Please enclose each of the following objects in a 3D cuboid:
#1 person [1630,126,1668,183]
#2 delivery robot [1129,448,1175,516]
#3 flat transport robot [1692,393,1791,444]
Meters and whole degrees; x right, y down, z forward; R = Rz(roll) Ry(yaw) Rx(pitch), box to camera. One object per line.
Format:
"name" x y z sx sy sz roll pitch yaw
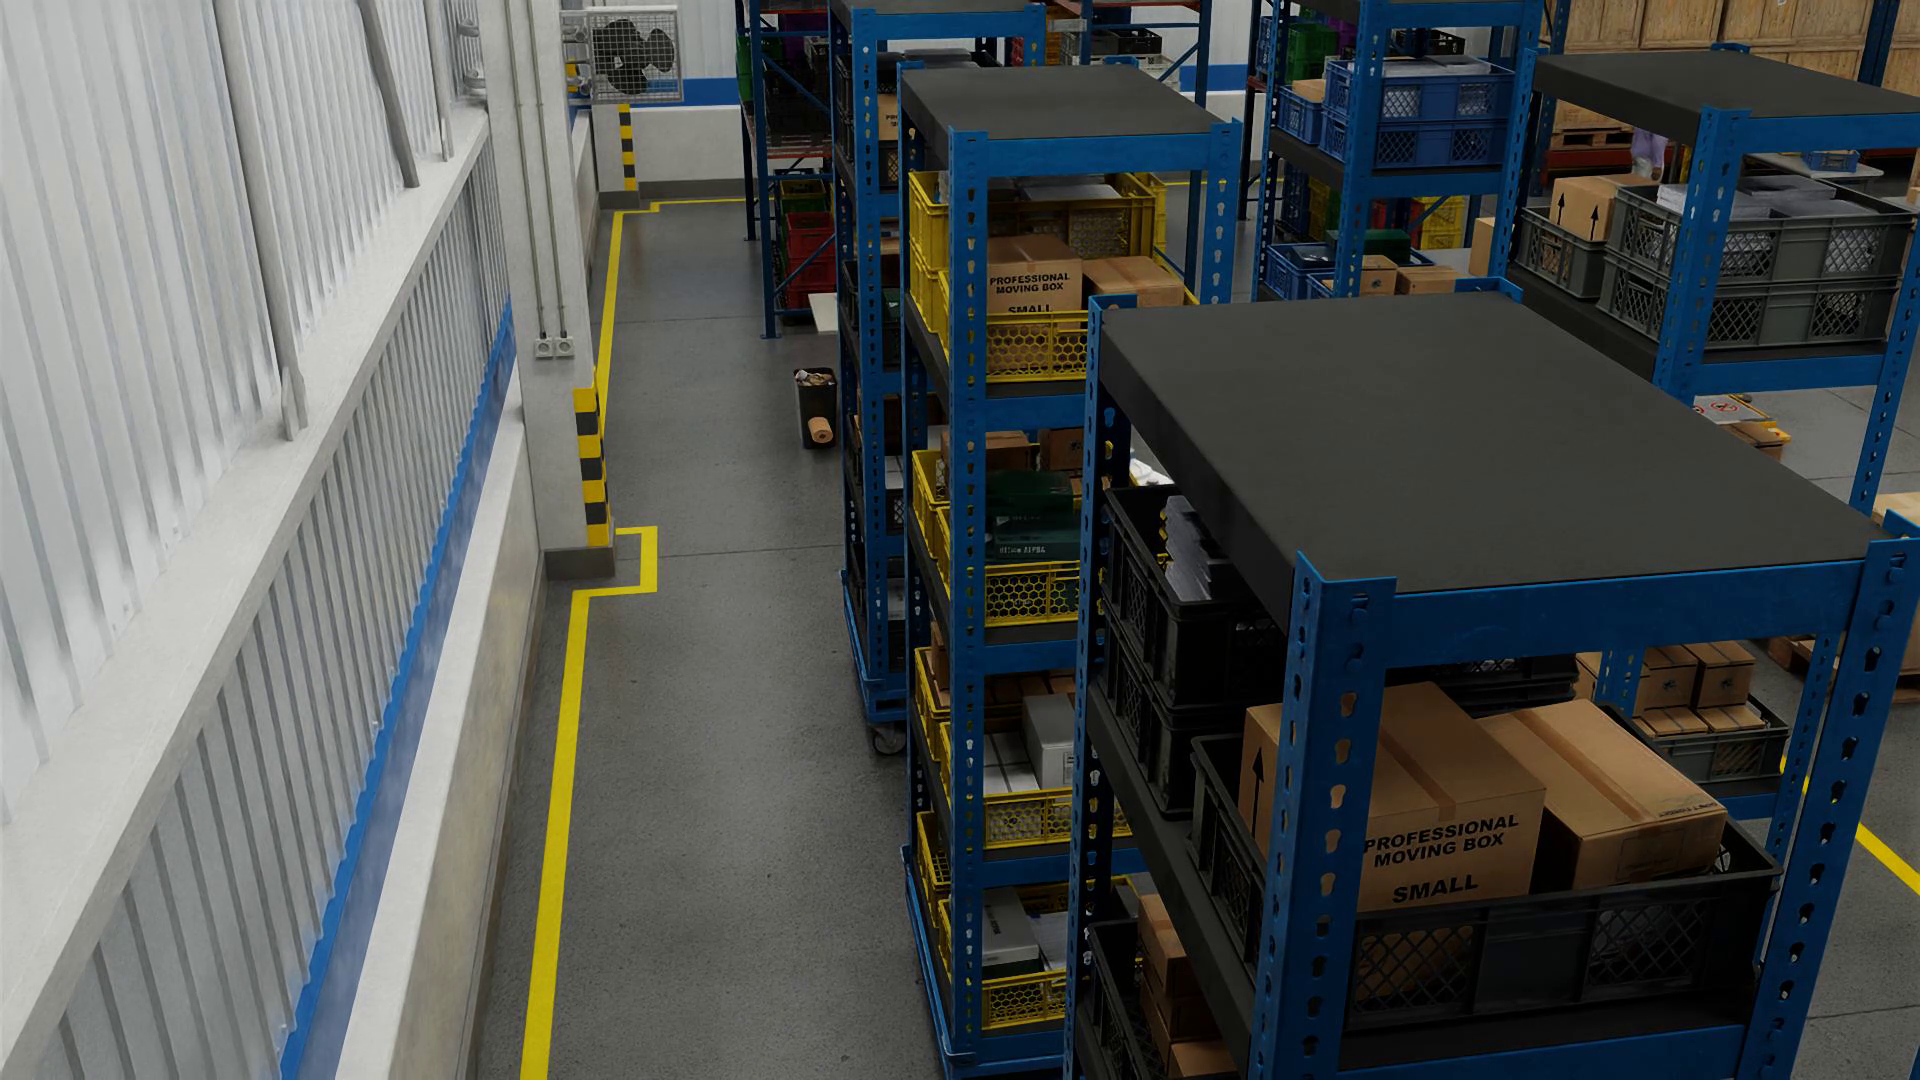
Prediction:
"person" 6.856 -3.796 16.535 0.359 1.939 0.635 2 25 4
"delivery robot" 1.047 -0.352 10.585 0.477 0.478 0.707 -17 30 -33
"flat transport robot" 5.224 -0.859 12.132 1.431 0.197 0.652 -4 25 -8
